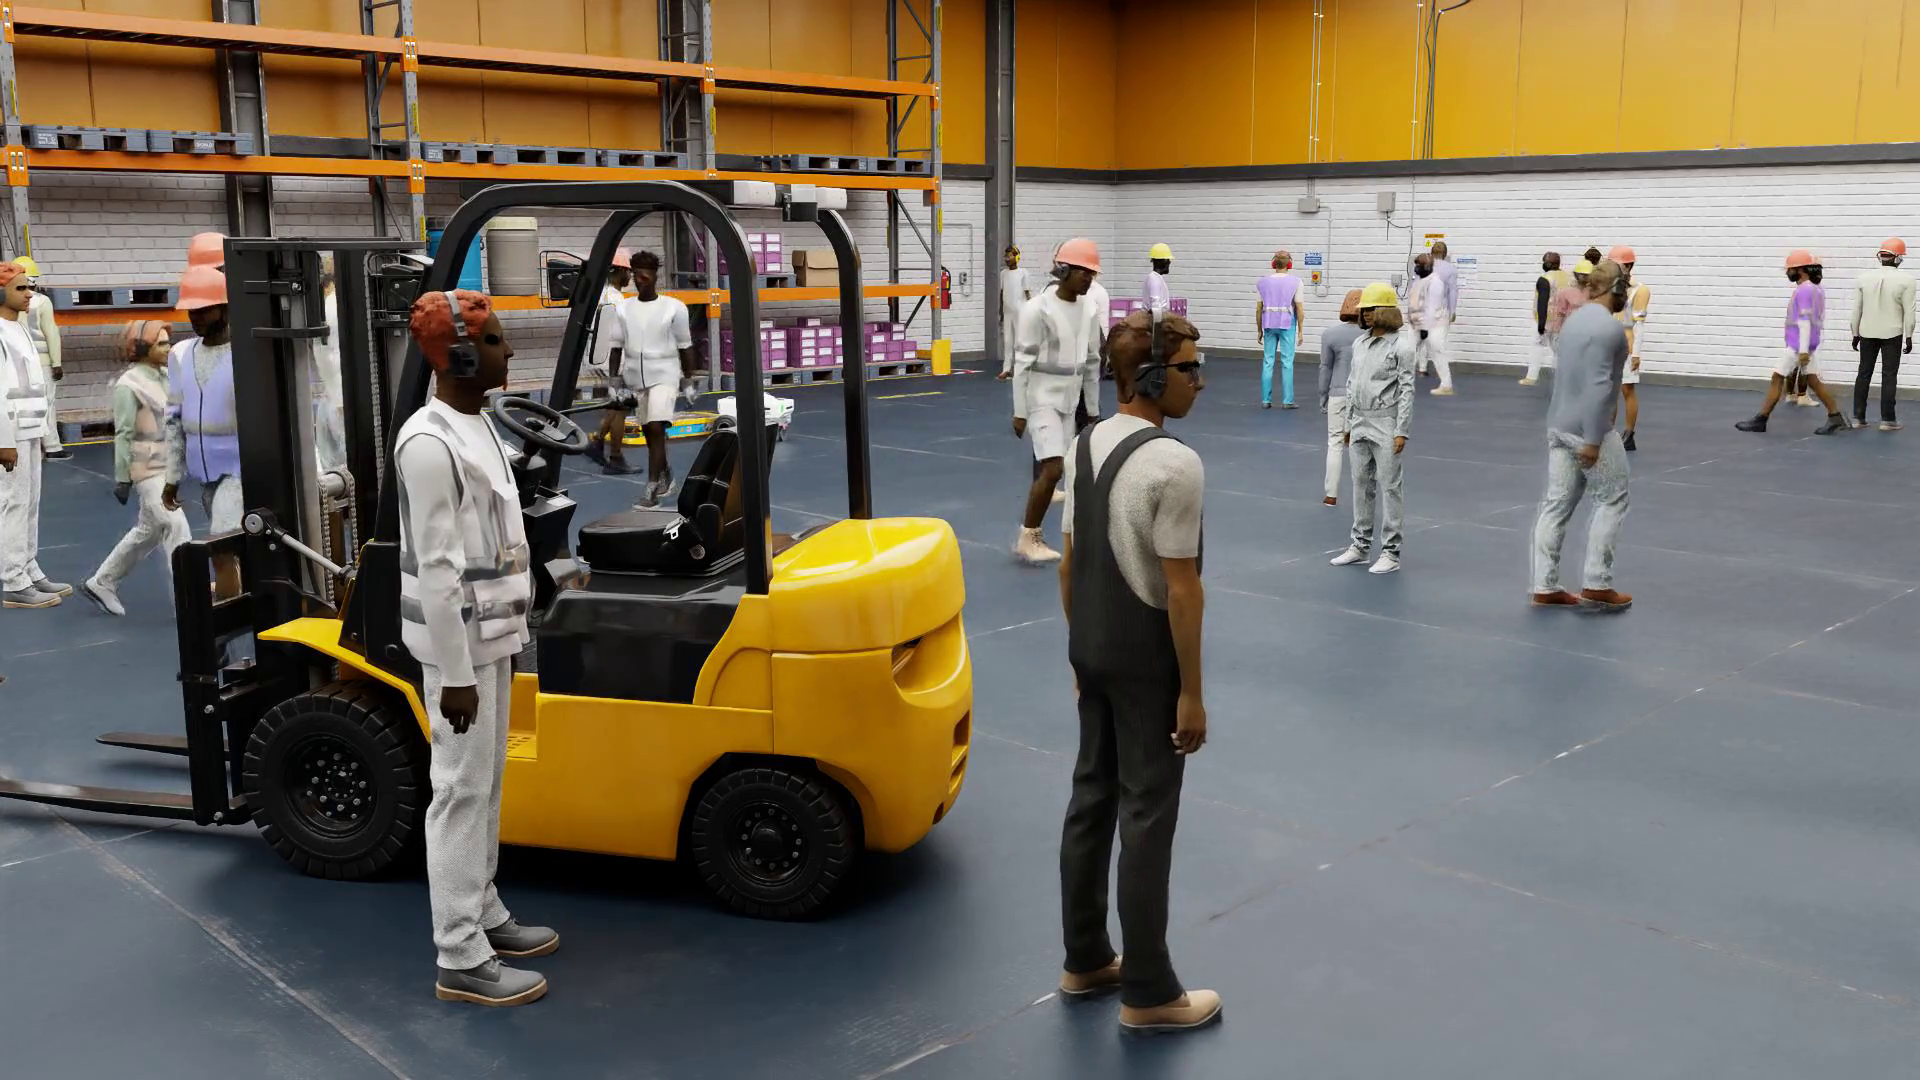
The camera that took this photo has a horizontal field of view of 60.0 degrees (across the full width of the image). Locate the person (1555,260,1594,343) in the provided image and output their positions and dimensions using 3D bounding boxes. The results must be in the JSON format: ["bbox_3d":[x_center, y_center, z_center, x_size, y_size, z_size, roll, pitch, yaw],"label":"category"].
[{"bbox_3d":[7.450,-2.531,20.205,0.522,1.743,0.711,-1,10,-3],"label":"person"}]

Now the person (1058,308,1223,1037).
[{"bbox_3d":[0.449,0.336,4.252,0.342,1.842,0.506,-6,12,-30],"label":"person"}]

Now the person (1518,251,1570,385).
[{"bbox_3d":[7.958,-2.948,22.256,0.634,1.818,0.833,-8,13,-36],"label":"person"}]

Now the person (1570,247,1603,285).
[{"bbox_3d":[7.887,-2.728,20.882,0.533,1.872,0.315,8,13,37],"label":"person"}]

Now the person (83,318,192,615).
[{"bbox_3d":[-4.264,-0.355,8.679,0.812,1.607,0.507,0,10,0],"label":"person"}]

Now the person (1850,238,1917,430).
[{"bbox_3d":[9.670,-2.155,17.420,0.396,1.992,0.622,-9,13,-39],"label":"person"}]

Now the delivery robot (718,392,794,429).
[{"bbox_3d":[-2.001,-1.280,16.321,0.707,0.478,0.477,3,11,14],"label":"delivery robot"}]

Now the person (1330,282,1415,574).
[{"bbox_3d":[2.495,-0.673,10.024,0.303,1.743,0.494,-6,12,-31],"label":"person"}]

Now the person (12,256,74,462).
[{"bbox_3d":[-8.306,-1.609,14.887,0.593,1.833,0.404,1,10,6],"label":"person"}]

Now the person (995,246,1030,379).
[{"bbox_3d":[0.745,-3.170,23.300,0.516,1.871,0.325,8,13,38],"label":"person"}]

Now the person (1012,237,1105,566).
[{"bbox_3d":[0.591,-0.830,10.166,0.615,2.008,0.623,10,14,43],"label":"person"}]

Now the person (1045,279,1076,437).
[{"bbox_3d":[0.980,-1.716,16.103,0.301,1.596,0.583,-9,14,-41],"label":"person"}]

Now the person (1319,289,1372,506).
[{"bbox_3d":[2.929,-1.052,12.421,0.502,1.626,0.282,3,11,14],"label":"person"}]

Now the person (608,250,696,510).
[{"bbox_3d":[-2.316,-1.217,12.538,0.624,1.921,1.009,2,11,13],"label":"person"}]

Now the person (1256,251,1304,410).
[{"bbox_3d":[3.717,-2.434,19.355,0.568,1.843,0.386,5,12,27],"label":"person"}]

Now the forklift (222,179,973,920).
[{"bbox_3d":[-1.114,-0.058,5.440,2.313,2.155,1.214,2,11,13],"label":"forklift"}]

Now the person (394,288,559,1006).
[{"bbox_3d":[-1.293,0.283,4.426,0.347,1.884,0.584,-1,10,-5],"label":"person"}]

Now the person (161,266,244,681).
[{"bbox_3d":[-3.440,-0.352,7.914,0.547,1.894,0.984,3,11,17],"label":"person"}]

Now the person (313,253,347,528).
[{"bbox_3d":[-4.121,-1.002,11.398,0.833,1.912,0.641,-4,11,-19],"label":"person"}]

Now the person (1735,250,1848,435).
[{"bbox_3d":[8.571,-2.005,16.927,1.030,1.884,0.546,7,12,34],"label":"person"}]

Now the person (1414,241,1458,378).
[{"bbox_3d":[6.759,-3.269,23.647,0.630,1.938,0.366,8,13,37],"label":"person"}]

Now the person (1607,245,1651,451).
[{"bbox_3d":[6.195,-1.800,15.667,0.383,1.933,0.541,-5,11,-25],"label":"person"}]

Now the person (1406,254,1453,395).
[{"bbox_3d":[5.840,-2.706,20.987,0.954,1.793,0.646,-2,11,-9],"label":"person"}]

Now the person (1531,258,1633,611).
[{"bbox_3d":[3.397,-0.561,9.014,0.625,1.894,0.639,-1,10,-7],"label":"person"}]

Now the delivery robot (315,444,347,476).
[{"bbox_3d":[-4.951,-0.570,12.451,0.477,0.478,0.707,7,12,32],"label":"delivery robot"}]

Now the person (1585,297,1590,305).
[{"bbox_3d":[6.924,-2.094,18.055,0.310,1.642,0.514,10,14,42],"label":"person"}]

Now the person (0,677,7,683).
[{"bbox_3d":[-4.606,-0.143,7.506,0.583,1.620,0.304,4,11,22],"label":"person"}]

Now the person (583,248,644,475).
[{"bbox_3d":[-2.903,-1.494,14.038,0.444,1.911,0.583,-5,11,-24],"label":"person"}]

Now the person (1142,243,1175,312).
[{"bbox_3d":[2.265,-2.437,19.141,0.372,1.928,0.584,1,10,3],"label":"person"}]

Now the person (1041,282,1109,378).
[{"bbox_3d":[0.970,-1.598,14.625,0.652,1.906,0.402,4,11,20],"label":"person"}]

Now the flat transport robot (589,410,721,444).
[{"bbox_3d":[-2.895,-1.126,16.513,0.652,0.197,1.431,10,14,43],"label":"flat transport robot"}]

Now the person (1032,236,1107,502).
[{"bbox_3d":[0.928,-1.286,12.556,0.854,2.000,0.711,3,11,15],"label":"person"}]

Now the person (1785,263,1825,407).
[{"bbox_3d":[10.057,-2.436,19.761,0.320,1.698,0.531,0,10,-1],"label":"person"}]

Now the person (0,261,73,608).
[{"bbox_3d":[-5.150,-0.573,9.095,0.342,1.882,0.586,-3,11,-15],"label":"person"}]

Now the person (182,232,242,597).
[{"bbox_3d":[-4.009,-0.660,9.153,0.381,2.039,0.606,-8,13,-38],"label":"person"}]
